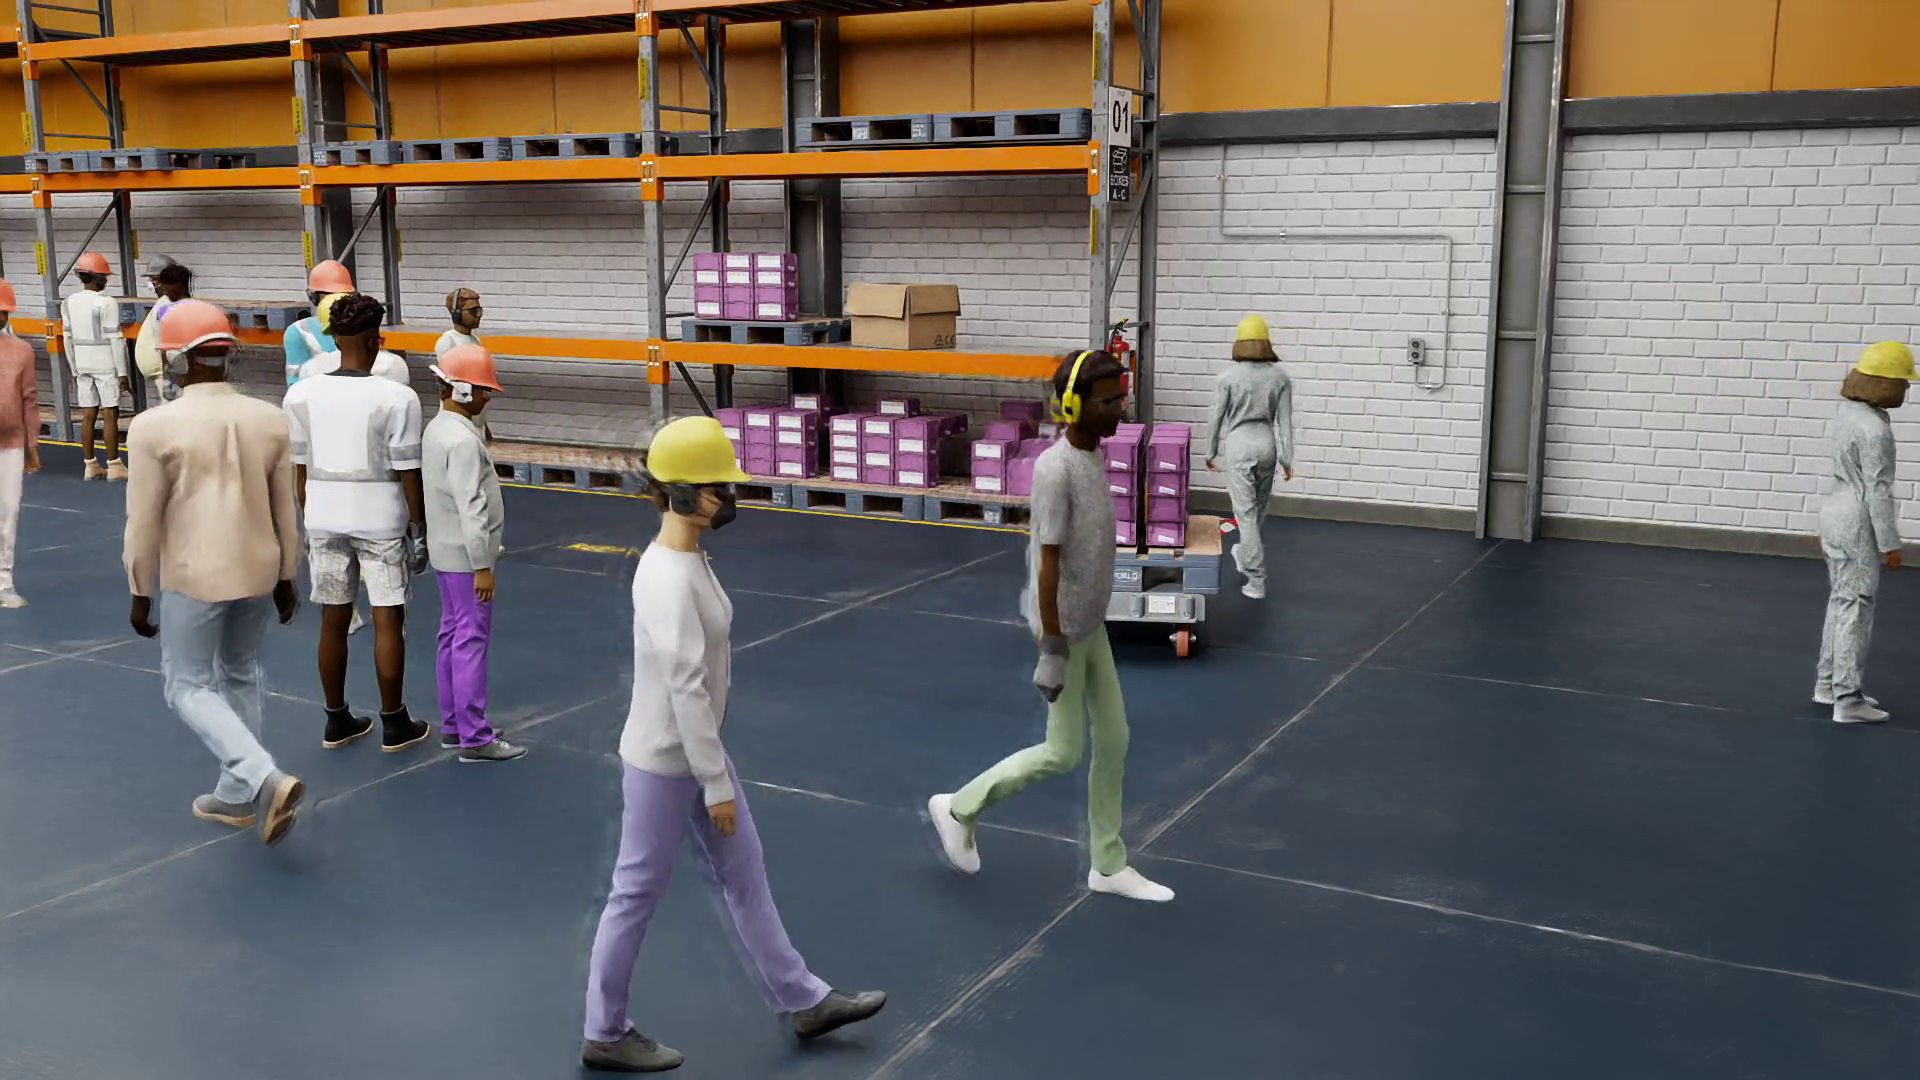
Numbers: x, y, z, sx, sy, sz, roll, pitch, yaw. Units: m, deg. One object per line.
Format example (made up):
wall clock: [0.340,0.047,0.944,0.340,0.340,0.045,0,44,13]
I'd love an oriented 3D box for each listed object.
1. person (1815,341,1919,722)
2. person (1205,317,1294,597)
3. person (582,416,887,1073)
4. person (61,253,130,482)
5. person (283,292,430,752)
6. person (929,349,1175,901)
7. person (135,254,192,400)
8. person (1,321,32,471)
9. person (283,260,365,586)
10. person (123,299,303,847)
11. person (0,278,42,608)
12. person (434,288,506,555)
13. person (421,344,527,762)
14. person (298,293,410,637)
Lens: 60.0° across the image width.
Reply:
person: [4.073,-0.033,7.506,0.349,1.731,0.503,3,11,15]
person: [1.779,-0.536,10.370,0.497,1.686,0.934,-2,11,-12]
person: [-0.604,0.550,4.280,0.863,1.725,0.546,0,10,0]
person: [-7.711,-1.544,14.936,0.615,2.039,0.394,4,11,19]
person: [-2.544,-0.067,7.085,0.598,1.958,0.379,1,10,7]
person: [0.310,0.290,5.457,0.753,1.846,0.521,4,11,22]
person: [-7.038,-1.521,14.809,0.536,2.000,0.688,-4,11,-19]
person: [-8.994,-1.577,15.546,0.575,1.885,0.355,10,14,43]
person: [-3.868,-0.712,10.373,0.391,2.041,0.615,7,12,33]
person: [-2.621,0.133,5.935,0.740,1.972,0.616,7,12,32]
person: [-5.808,-0.578,9.893,0.614,1.957,0.643,7,13,35]
person: [-3.323,-0.773,11.249,0.346,1.846,0.507,1,10,8]
person: [-2.056,0.054,6.987,0.334,1.743,0.560,-6,12,-30]
person: [-3.244,-0.384,9.017,0.629,1.890,0.433,0,10,1]
